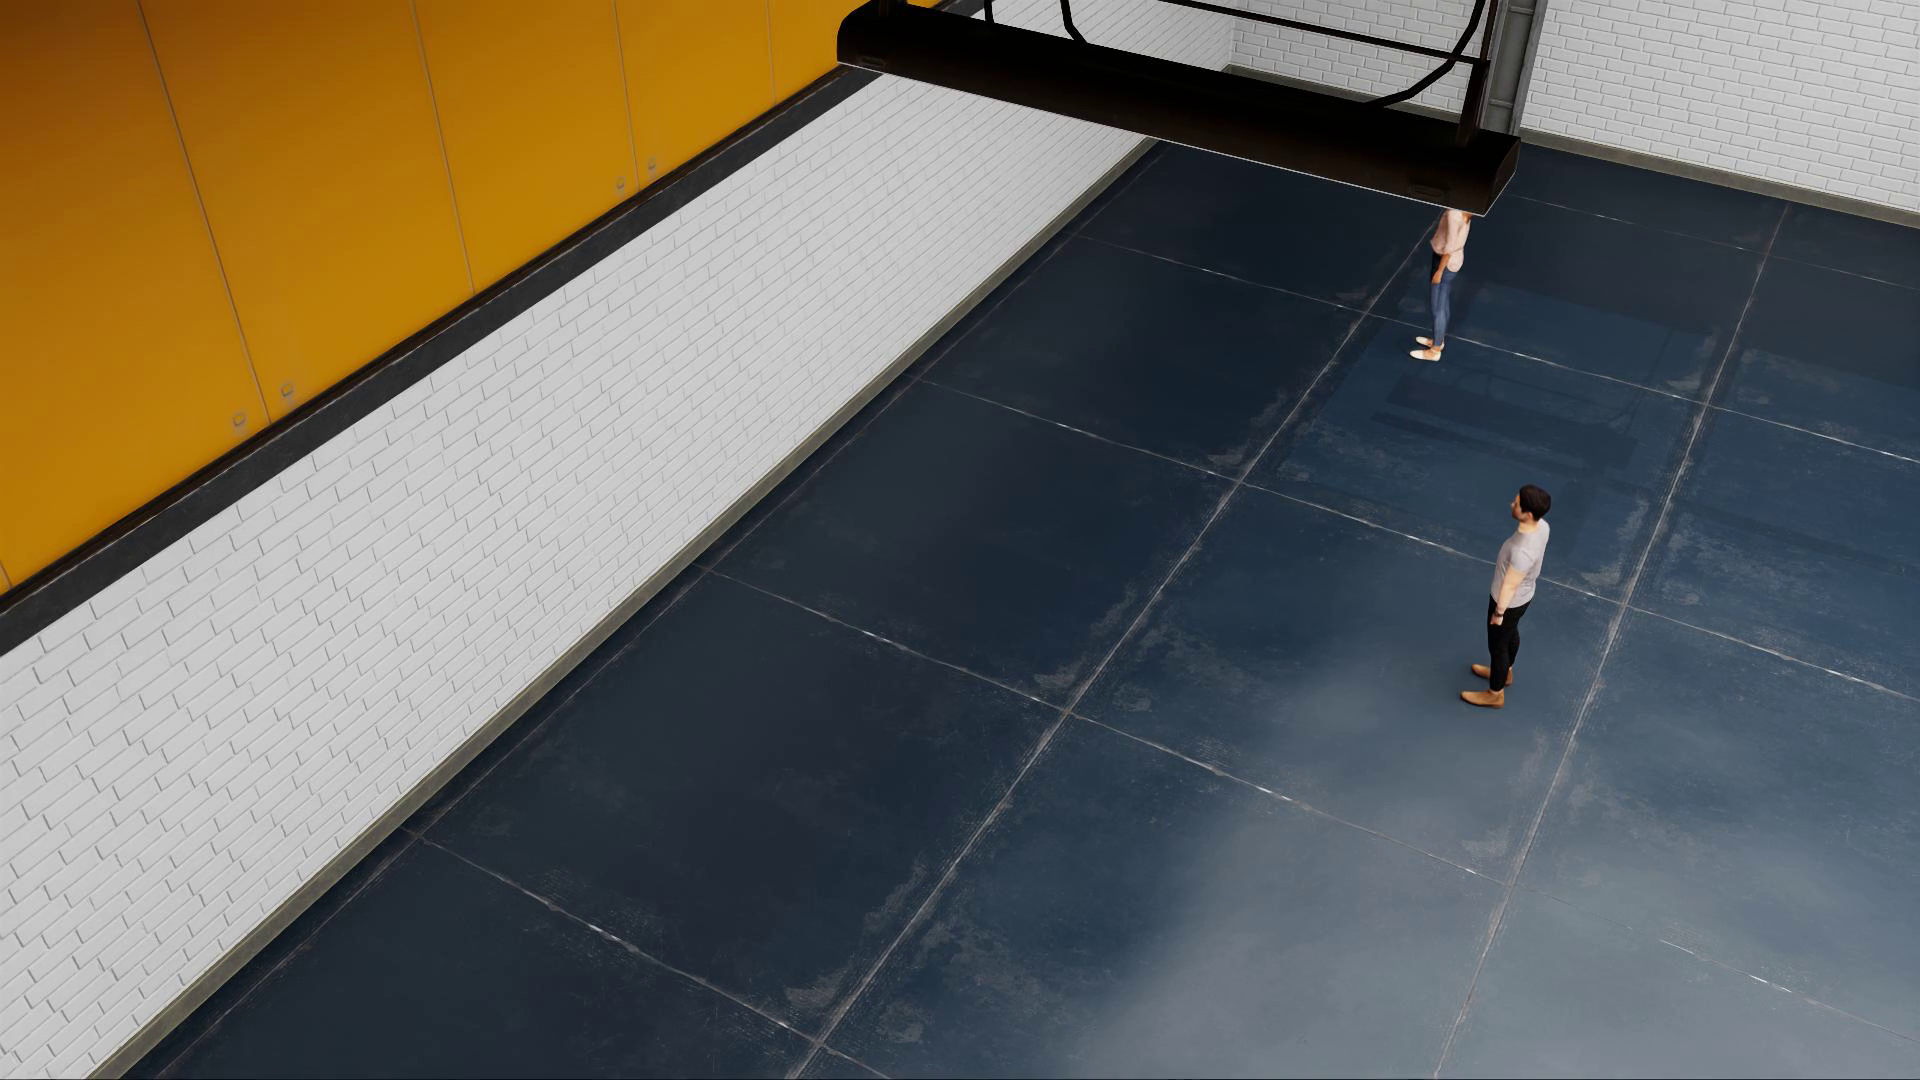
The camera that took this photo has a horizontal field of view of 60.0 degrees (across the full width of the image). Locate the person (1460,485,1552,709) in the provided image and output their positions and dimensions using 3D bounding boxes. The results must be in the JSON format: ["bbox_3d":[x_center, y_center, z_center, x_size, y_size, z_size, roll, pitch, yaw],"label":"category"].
[{"bbox_3d":[3.602,0.357,10.825,0.502,1.717,0.588,19,42,22],"label":"person"}]

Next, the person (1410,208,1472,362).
[{"bbox_3d":[4.140,-2.348,14.154,0.542,1.790,0.612,16,41,19],"label":"person"}]
